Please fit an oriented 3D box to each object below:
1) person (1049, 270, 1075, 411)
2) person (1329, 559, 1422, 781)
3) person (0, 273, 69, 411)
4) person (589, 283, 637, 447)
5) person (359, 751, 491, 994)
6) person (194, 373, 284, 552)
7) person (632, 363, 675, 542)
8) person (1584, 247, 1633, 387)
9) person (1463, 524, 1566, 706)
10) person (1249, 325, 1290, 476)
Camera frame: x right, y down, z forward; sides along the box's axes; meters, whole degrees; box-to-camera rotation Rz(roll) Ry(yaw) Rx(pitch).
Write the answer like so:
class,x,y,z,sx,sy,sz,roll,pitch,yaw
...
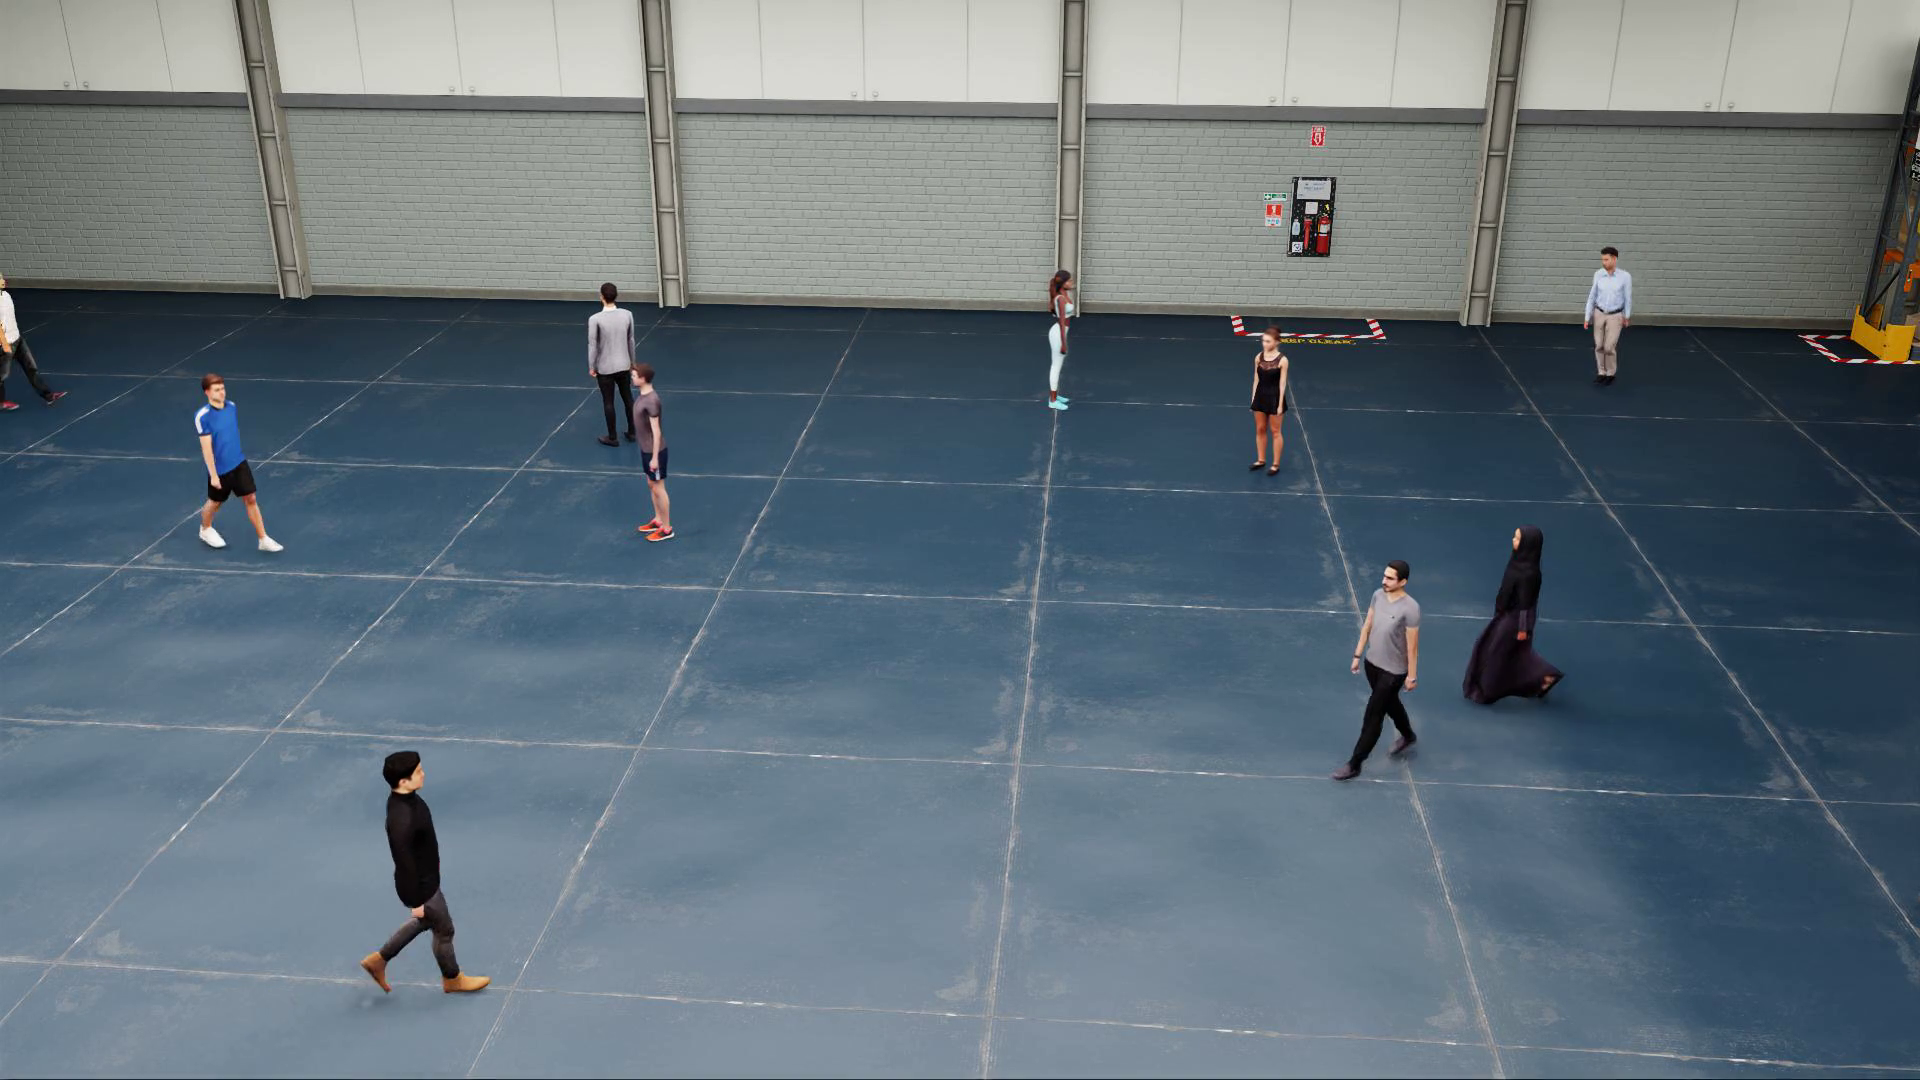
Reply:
class,x,y,z,sx,sy,sz,roll,pitch,yaw
person,1.239,-2.505,20.678,0.515,1.726,0.558,2,23,4
person,3.289,0.949,12.570,1.255,1.715,1.055,-12,26,-25
person,-11.811,-2.434,20.455,1.113,1.769,0.737,0,23,-1
person,-4.024,-2.045,19.342,0.834,1.924,0.899,-20,30,-39
person,-3.320,2.045,10.007,1.082,1.703,0.890,-7,24,-16
person,-7.316,-0.740,16.405,1.328,1.821,0.967,10,25,23
person,-3.088,-0.905,16.755,0.712,1.852,0.727,-9,25,-20
person,8.400,-2.871,21.433,0.792,1.808,0.866,12,26,26
person,4.585,0.620,13.499,1.040,1.592,0.654,4,23,9
person,3.458,-1.569,18.535,0.672,1.680,0.751,20,30,38
